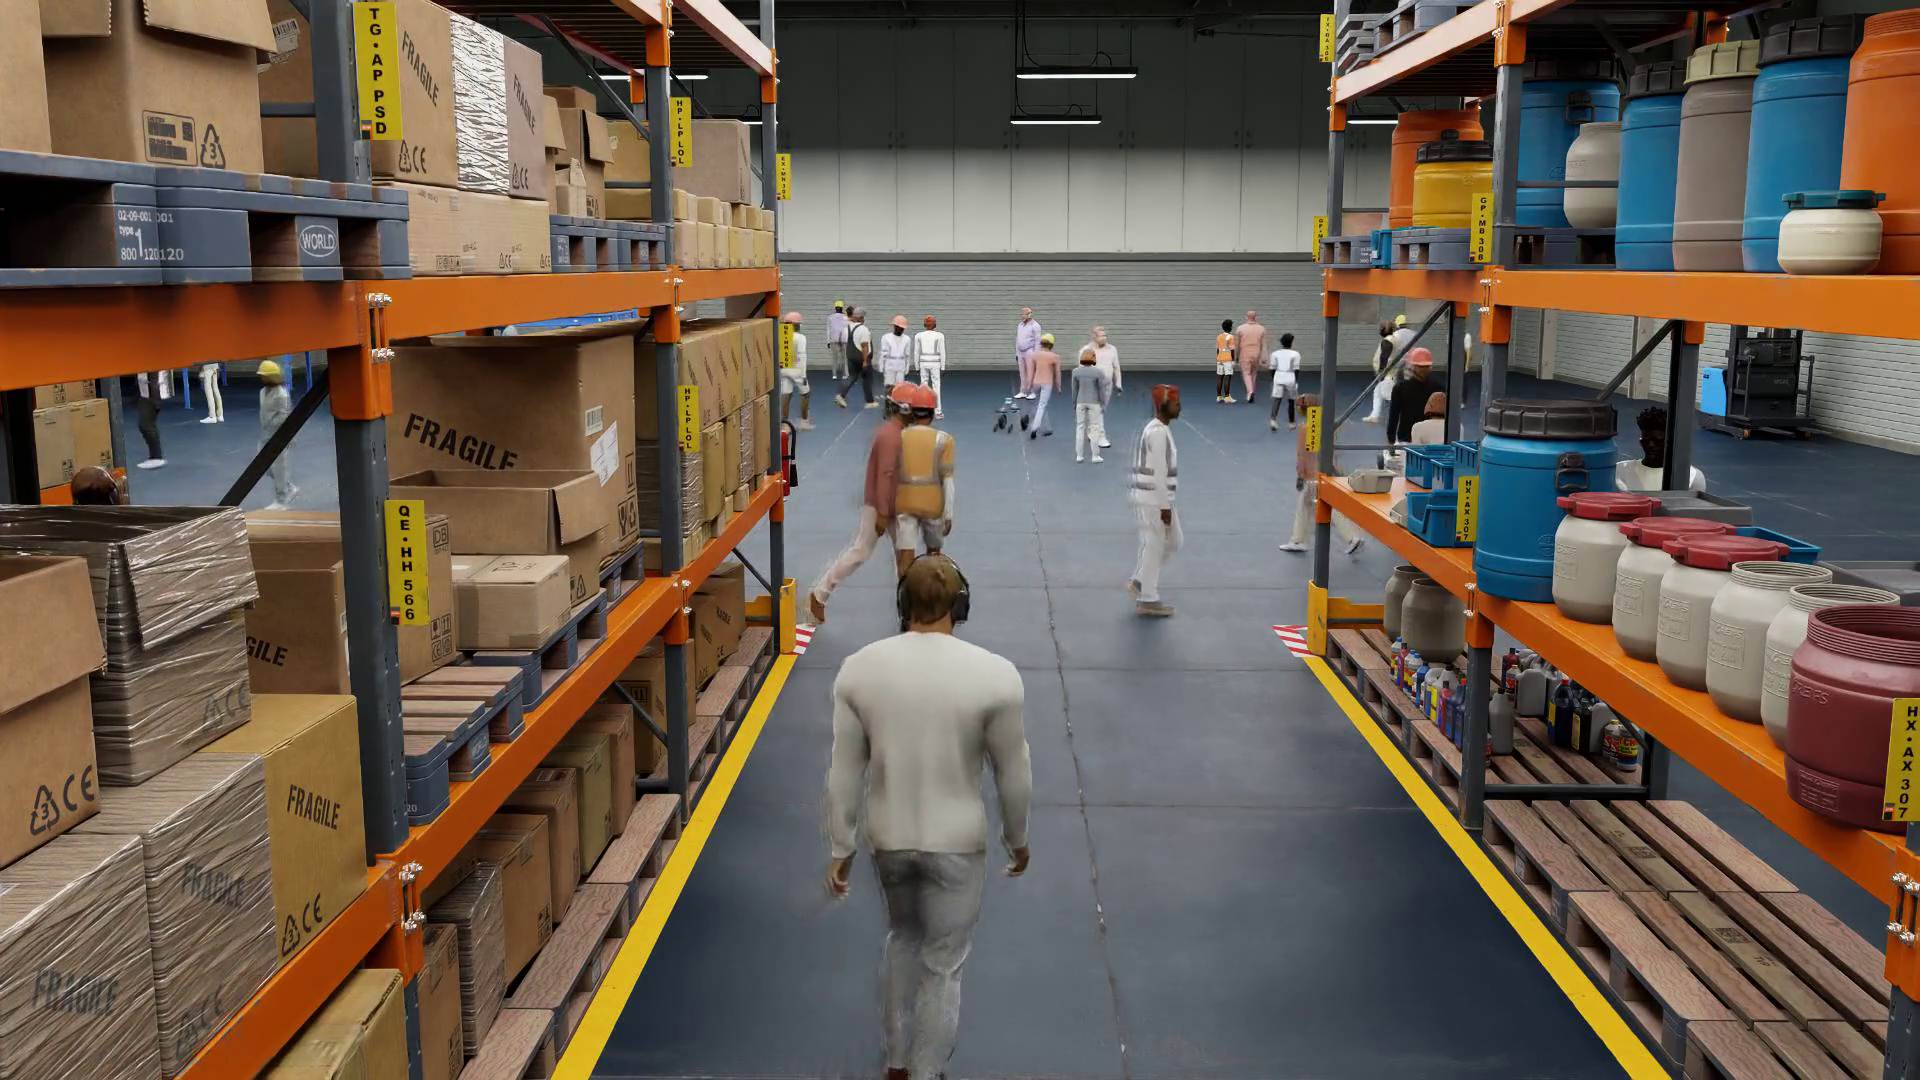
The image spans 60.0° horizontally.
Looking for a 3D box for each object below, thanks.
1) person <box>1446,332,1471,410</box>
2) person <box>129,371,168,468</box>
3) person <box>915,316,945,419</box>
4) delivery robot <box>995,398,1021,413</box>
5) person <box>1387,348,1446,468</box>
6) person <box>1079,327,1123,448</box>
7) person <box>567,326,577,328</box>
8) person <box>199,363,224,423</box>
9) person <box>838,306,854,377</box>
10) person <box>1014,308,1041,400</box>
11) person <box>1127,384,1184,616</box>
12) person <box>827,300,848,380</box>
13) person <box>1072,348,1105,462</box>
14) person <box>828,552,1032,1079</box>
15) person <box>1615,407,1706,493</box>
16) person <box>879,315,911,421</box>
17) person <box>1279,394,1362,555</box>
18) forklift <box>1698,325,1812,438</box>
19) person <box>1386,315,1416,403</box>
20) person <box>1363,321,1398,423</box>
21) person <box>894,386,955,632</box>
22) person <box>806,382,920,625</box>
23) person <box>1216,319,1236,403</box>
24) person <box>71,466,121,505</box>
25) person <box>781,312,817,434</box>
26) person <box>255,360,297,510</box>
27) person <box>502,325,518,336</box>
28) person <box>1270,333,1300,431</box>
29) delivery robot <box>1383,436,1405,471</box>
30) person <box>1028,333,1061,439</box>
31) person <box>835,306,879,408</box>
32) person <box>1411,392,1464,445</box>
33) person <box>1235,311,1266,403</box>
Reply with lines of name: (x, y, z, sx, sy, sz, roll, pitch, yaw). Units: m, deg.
person: (9.602, -3.392, 32.100, 0.539, 1.792, 0.974, 7, 12, 37)
person: (-11.313, -1.961, 23.183, 0.478, 1.909, 0.613, -6, 11, -32)
person: (-0.543, -3.157, 30.429, 0.572, 1.883, 0.358, 3, 10, 15)
delivery robot: (0.835, -2.306, 28.371, 0.335, 0.223, 0.698, 4, 10, 22)
person: (4.925, -1.069, 17.737, 0.616, 1.936, 1.031, -2, 10, -10)
person: (2.176, -2.407, 26.034, 0.638, 1.867, 0.966, -5, 11, -26)
person: (-9.556, -4.793, 40.995, 0.373, 1.622, 0.534, 8, 12, 39)
person: (-13.440, -3.028, 29.743, 0.314, 1.859, 0.515, 1, 10, 6)
person: (-2.600, -4.589, 39.162, 0.530, 1.836, 0.941, -1, 10, -5)
person: (1.391, -3.904, 34.834, 0.405, 1.904, 0.653, -8, 13, -41)
person: (1.631, -0.323, 13.499, 0.405, 1.874, 0.592, 2, 10, 12)
person: (-2.952, -4.883, 40.638, 0.594, 1.922, 0.385, 1, 10, 7)
person: (1.840, -1.931, 23.833, 0.499, 1.633, 0.289, 4, 10, 22)
person: (-0.084, 0.992, 5.508, 0.634, 1.909, 0.656, 4, 10, 20)
person: (4.298, 0.146, 10.393, 0.613, 1.963, 0.361, 4, 10, 24)
person: (-1.144, -3.054, 29.720, 0.582, 1.909, 0.424, -3, 10, -19)
person: (3.546, -0.633, 16.222, 0.836, 1.589, 0.523, 6, 11, 34)
forklift: (13.248, -3.165, 27.620, 1.129, 2.768, 1.873, 0, 9, 1)
person: (8.941, -3.651, 33.613, 0.605, 1.807, 0.800, -2, 10, -12)
person: (7.642, -2.993, 29.640, 0.784, 1.823, 0.630, 3, 10, 16)
person: (-0.309, -0.257, 13.058, 0.551, 1.885, 1.007, 1, 10, 4)
person: (-0.699, -0.284, 13.096, 1.040, 1.937, 0.649, 1, 10, 8)
person: (5.432, -3.644, 33.899, 0.315, 1.696, 0.540, -5, 11, -28)
person: (-4.356, 0.523, 8.546, 0.644, 1.828, 0.445, -3, 10, -16)
person: (-2.705, -2.799, 27.867, 0.648, 2.018, 0.764, 7, 12, 35)
person: (-7.899, -1.202, 19.143, 0.503, 1.731, 0.379, 7, 12, 38)
person: (-8.535, -3.371, 31.581, 0.368, 1.932, 0.643, -1, 10, -9)
person: (5.502, -2.683, 28.253, 0.537, 1.664, 0.844, 6, 11, 30)
delivery robot: (5.844, -1.143, 22.178, 0.477, 0.478, 0.707, 2, 10, 9)
person: (1.346, -2.516, 27.164, 0.530, 1.699, 0.934, 5, 11, 26)
person: (-2.032, -3.583, 32.633, 0.914, 2.000, 0.684, -9, 13, -44)
person: (4.510, -0.588, 15.782, 0.503, 1.632, 0.271, 0, 9, 2)
person: (5.974, -3.773, 34.182, 0.636, 1.878, 0.888, -1, 10, -8)
